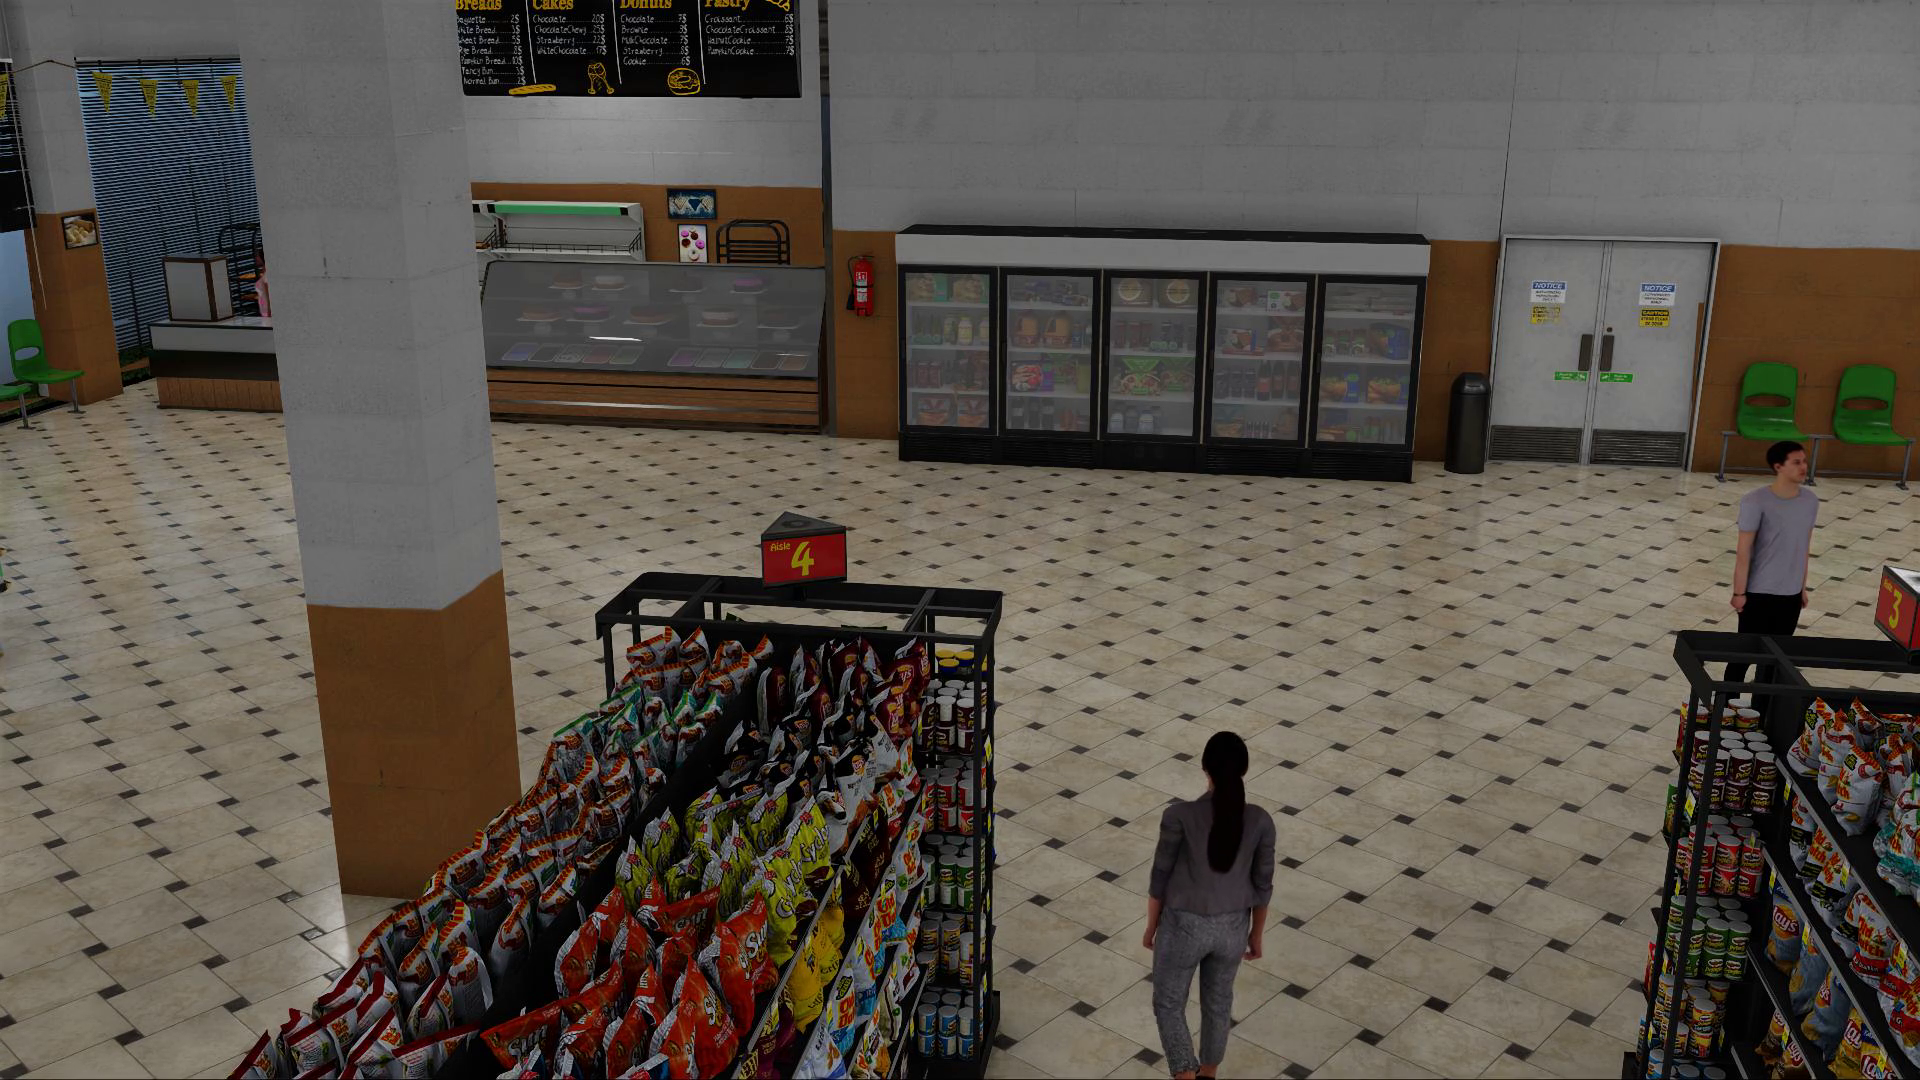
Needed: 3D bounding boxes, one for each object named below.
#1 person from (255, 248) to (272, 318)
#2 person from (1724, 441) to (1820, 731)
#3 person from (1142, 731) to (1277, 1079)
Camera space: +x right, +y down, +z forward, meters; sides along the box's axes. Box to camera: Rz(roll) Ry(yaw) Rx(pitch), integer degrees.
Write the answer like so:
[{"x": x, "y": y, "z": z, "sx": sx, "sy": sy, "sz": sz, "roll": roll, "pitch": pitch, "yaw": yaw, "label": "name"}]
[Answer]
[{"x": -8.377, "y": -2.711, "z": 20.294, "sx": 0.707, "sy": 1.740, "sz": 0.575, "roll": -4, "pitch": 17, "yaw": -12, "label": "person"}, {"x": 4.941, "y": 0.305, "z": 10.149, "sx": 0.736, "sy": 1.864, "sz": 0.693, "roll": -4, "pitch": 17, "yaw": -12, "label": "person"}, {"x": 0.943, "y": 1.550, "z": 6.395, "sx": 0.787, "sy": 1.661, "sz": 0.980, "roll": -1, "pitch": 17, "yaw": -4, "label": "person"}]
